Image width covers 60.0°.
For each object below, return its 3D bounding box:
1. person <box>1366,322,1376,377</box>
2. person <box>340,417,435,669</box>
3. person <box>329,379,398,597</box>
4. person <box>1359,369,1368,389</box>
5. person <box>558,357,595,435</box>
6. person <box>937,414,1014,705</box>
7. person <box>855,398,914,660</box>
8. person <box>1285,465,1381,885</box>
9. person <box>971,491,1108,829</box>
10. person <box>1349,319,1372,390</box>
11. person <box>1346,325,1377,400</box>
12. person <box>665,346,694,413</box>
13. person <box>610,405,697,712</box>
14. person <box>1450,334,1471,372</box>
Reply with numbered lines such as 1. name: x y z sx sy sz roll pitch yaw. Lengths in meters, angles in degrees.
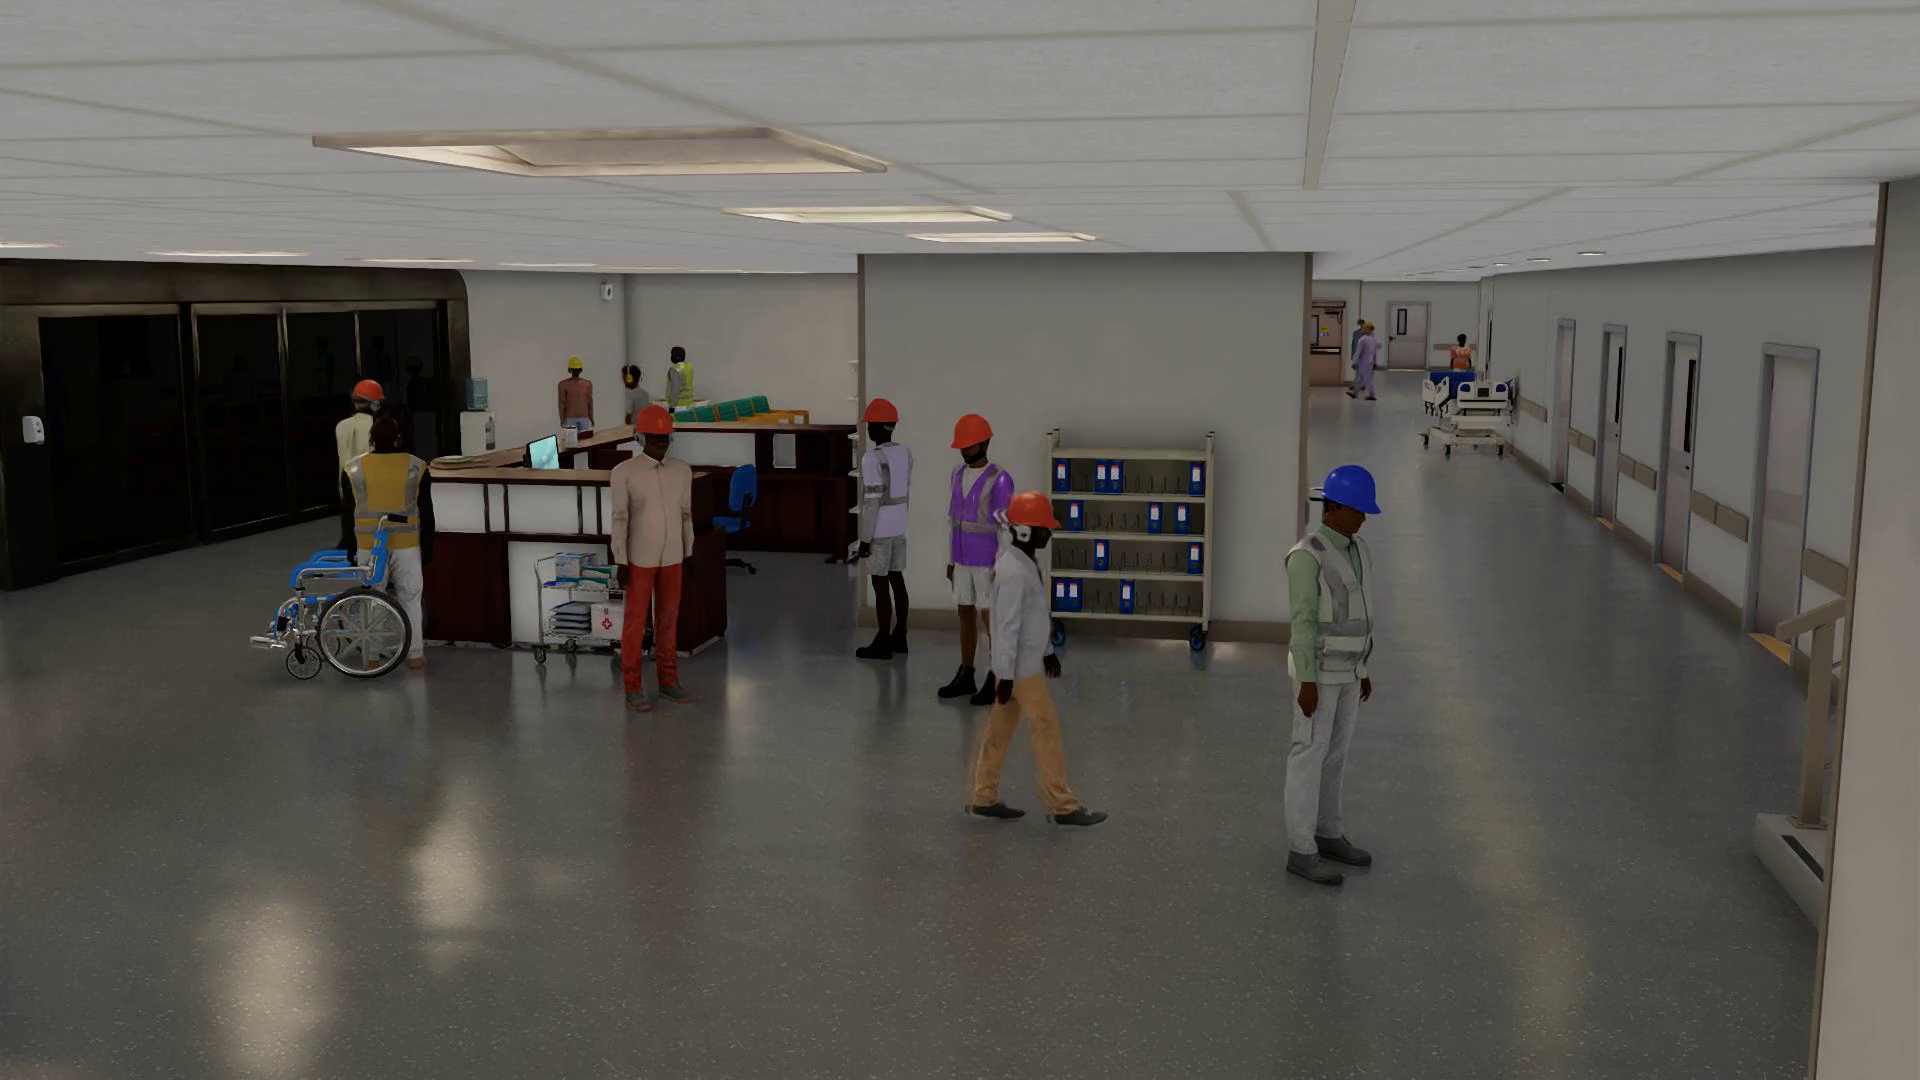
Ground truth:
1. person: 12.724 -5.918 51.764 0.307 1.736 0.484 -3 9 -20
2. person: -4.102 0.035 11.953 0.633 1.835 0.429 -3 9 -18
3. person: -5.226 -0.413 14.479 0.615 1.973 0.856 3 9 21
4. person: 11.144 -4.960 45.781 0.359 1.621 0.549 0 9 2
5. person: -5.567 -1.773 24.162 0.530 1.768 0.312 -5 10 -32
6. person: 0.098 0.127 11.012 0.369 1.929 0.542 -8 12 -44
7. person: -0.576 -0.082 12.361 0.354 1.939 0.544 5 10 30
8. person: 1.743 0.610 7.770 0.402 1.938 0.604 7 11 39
9. person: 0.423 0.611 8.476 0.807 1.717 0.574 0 9 3
10. person: 10.897 -5.041 45.272 0.373 1.940 0.628 -7 11 -38
11. person: 10.014 -4.424 41.427 0.676 1.852 0.976 -8 12 -44
12. person: -4.465 -2.153 26.432 0.429 1.844 0.625 2 9 15
13. person: -1.988 0.111 10.891 0.612 1.994 0.394 -8 12 -42
14. person: 12.269 -4.242 40.888 0.536 1.665 0.841 -2 9 -13
